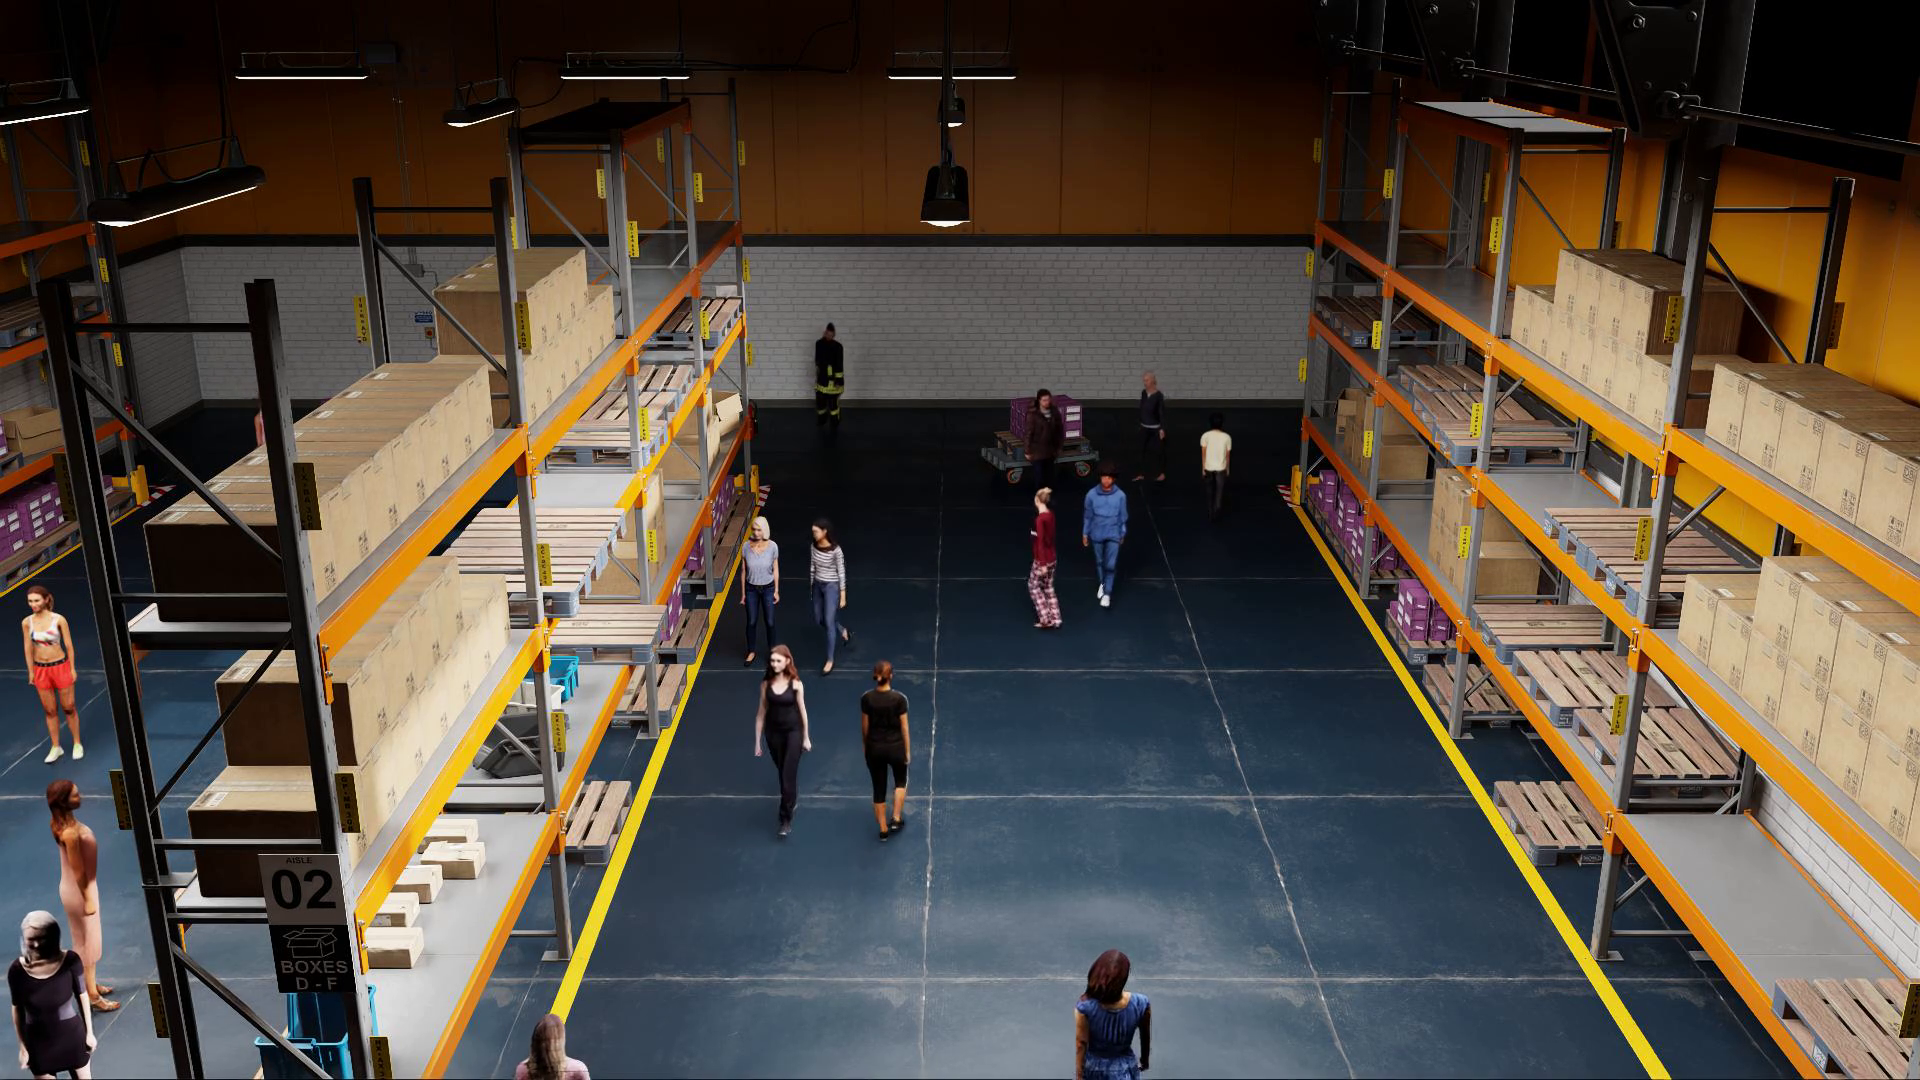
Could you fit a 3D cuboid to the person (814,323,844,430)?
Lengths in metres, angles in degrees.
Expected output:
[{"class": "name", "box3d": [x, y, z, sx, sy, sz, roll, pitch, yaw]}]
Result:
[{"class": "person", "box3d": [-2.199, -2.779, 28.086, 0.904, 1.839, 0.905, 16, 24, 39]}]

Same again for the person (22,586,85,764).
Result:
[{"class": "person", "box3d": [-8.781, 1.281, 16.109, 0.629, 1.790, 0.604, -4, 19, -13]}]

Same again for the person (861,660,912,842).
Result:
[{"class": "person", "box3d": [-0.662, 1.874, 14.558, 0.658, 1.655, 0.641, 3, 19, 10]}]

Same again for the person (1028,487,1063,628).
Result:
[{"class": "person", "box3d": [1.033, 0.234, 19.391, 0.830, 1.678, 0.733, 5, 19, 14]}]

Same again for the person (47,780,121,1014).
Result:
[{"class": "person", "box3d": [-6.440, 2.590, 12.154, 0.734, 1.831, 0.632, -12, 22, -32]}]

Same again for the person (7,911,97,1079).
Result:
[{"class": "person", "box3d": [-5.697, 3.151, 10.489, 0.652, 1.831, 0.644, -9, 21, -26]}]

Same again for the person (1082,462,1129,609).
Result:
[{"class": "person", "box3d": [1.784, -0.098, 20.230, 0.881, 1.772, 1.172, 5, 19, 14]}]

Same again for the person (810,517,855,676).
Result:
[{"class": "person", "box3d": [-1.407, 0.578, 18.213, 0.881, 1.779, 0.990, 9, 21, 26]}]

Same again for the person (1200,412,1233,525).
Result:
[{"class": "person", "box3d": [3.544, -0.965, 23.129, 0.691, 1.565, 0.986, 3, 19, 9]}]

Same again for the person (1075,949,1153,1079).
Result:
[{"class": "person", "box3d": [0.922, 3.353, 10.022, 0.688, 1.746, 1.175, -1, 19, -4]}]

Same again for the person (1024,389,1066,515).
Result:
[{"class": "person", "box3d": [1.177, -1.280, 23.679, 0.972, 1.811, 1.015, -13, 23, -34]}]

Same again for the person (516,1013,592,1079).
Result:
[{"class": "person", "box3d": [-2.325, 3.546, 9.597, 0.745, 1.653, 1.147, 3, 19, 10]}]

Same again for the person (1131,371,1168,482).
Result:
[{"class": "person", "box3d": [2.962, -1.734, 25.202, 0.995, 1.698, 1.054, 16, 24, 39]}]

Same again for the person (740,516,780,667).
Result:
[{"class": "person", "box3d": [-2.209, 0.548, 18.397, 0.581, 1.718, 0.505, 1, 19, 2]}]

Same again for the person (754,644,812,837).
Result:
[{"class": "person", "box3d": [-1.547, 1.714, 14.932, 0.741, 1.720, 0.985, 4, 19, 10]}]
